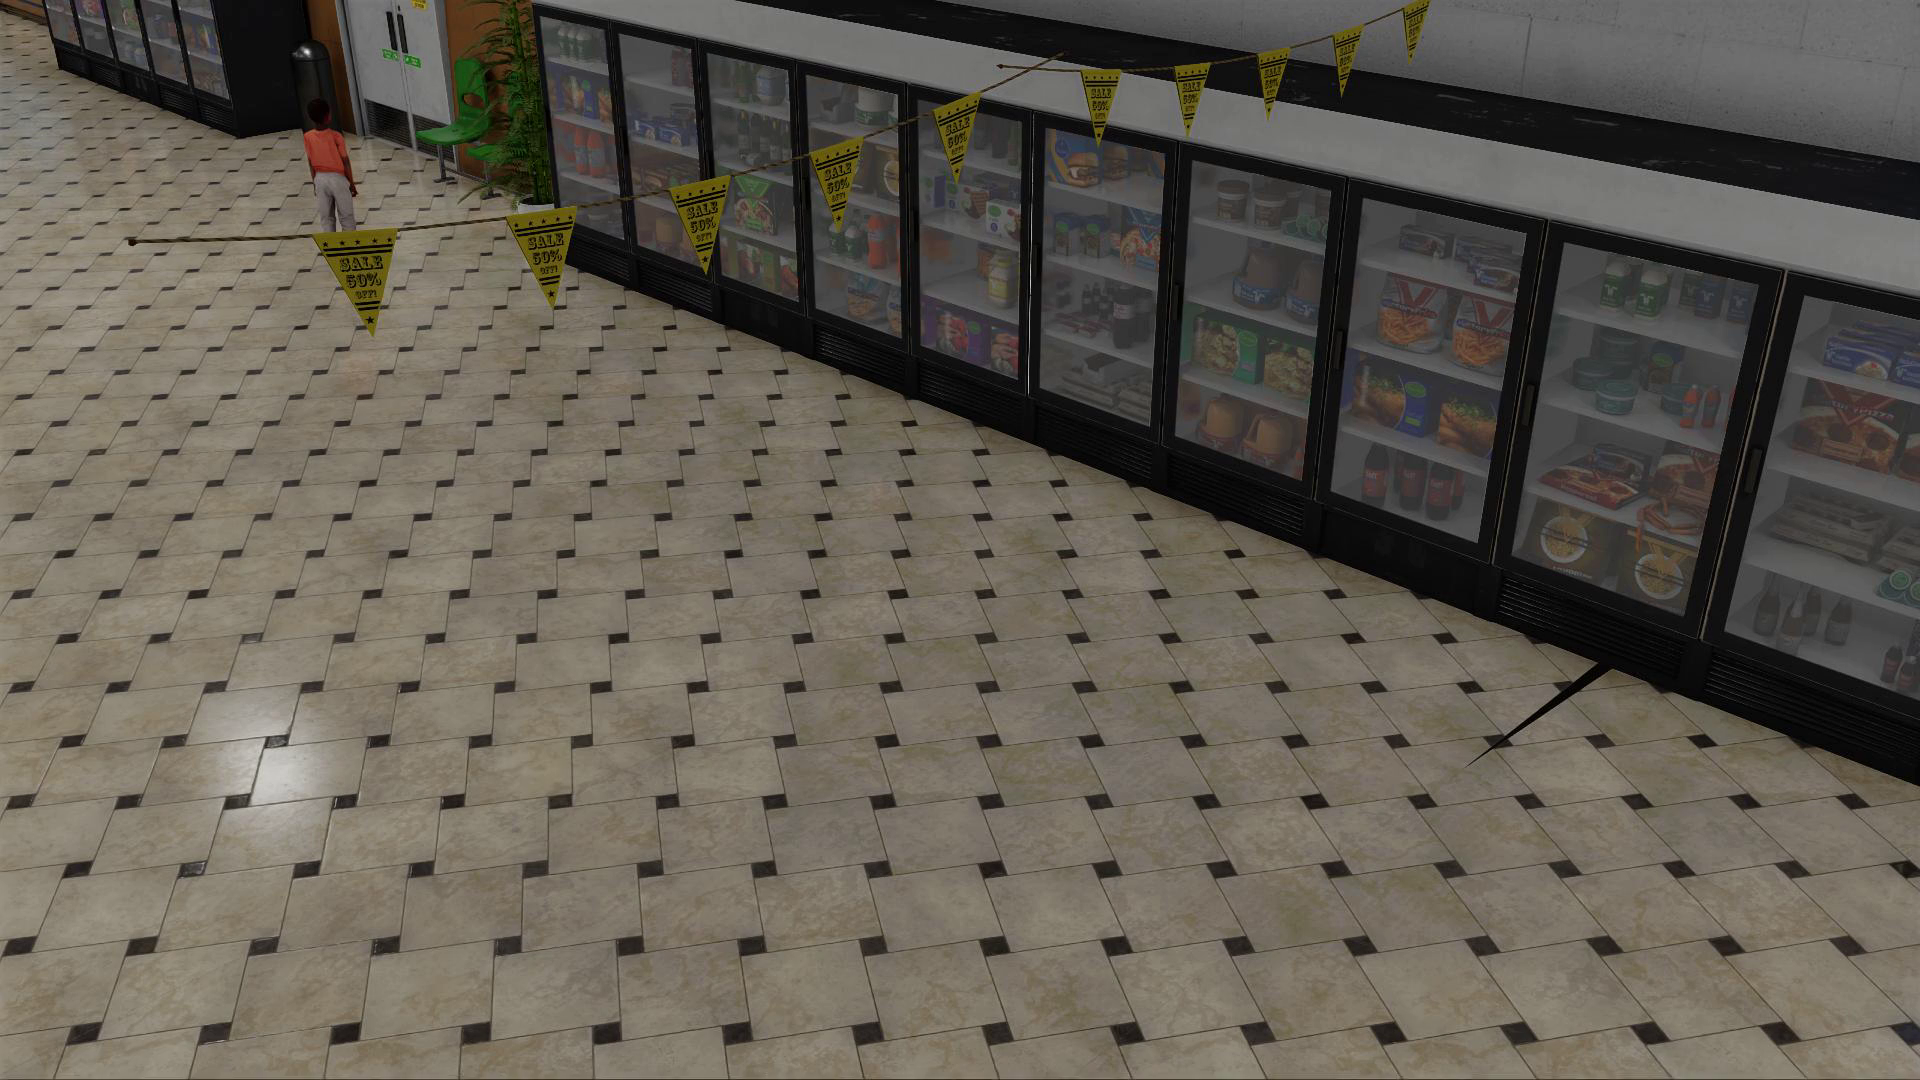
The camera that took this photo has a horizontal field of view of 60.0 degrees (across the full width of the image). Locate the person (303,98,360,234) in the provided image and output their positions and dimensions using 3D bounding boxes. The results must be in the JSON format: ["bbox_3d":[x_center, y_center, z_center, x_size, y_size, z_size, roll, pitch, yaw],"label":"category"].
[{"bbox_3d":[-4.903,-2.788,12.984,0.561,1.311,0.617,1,27,2],"label":"person"}]
